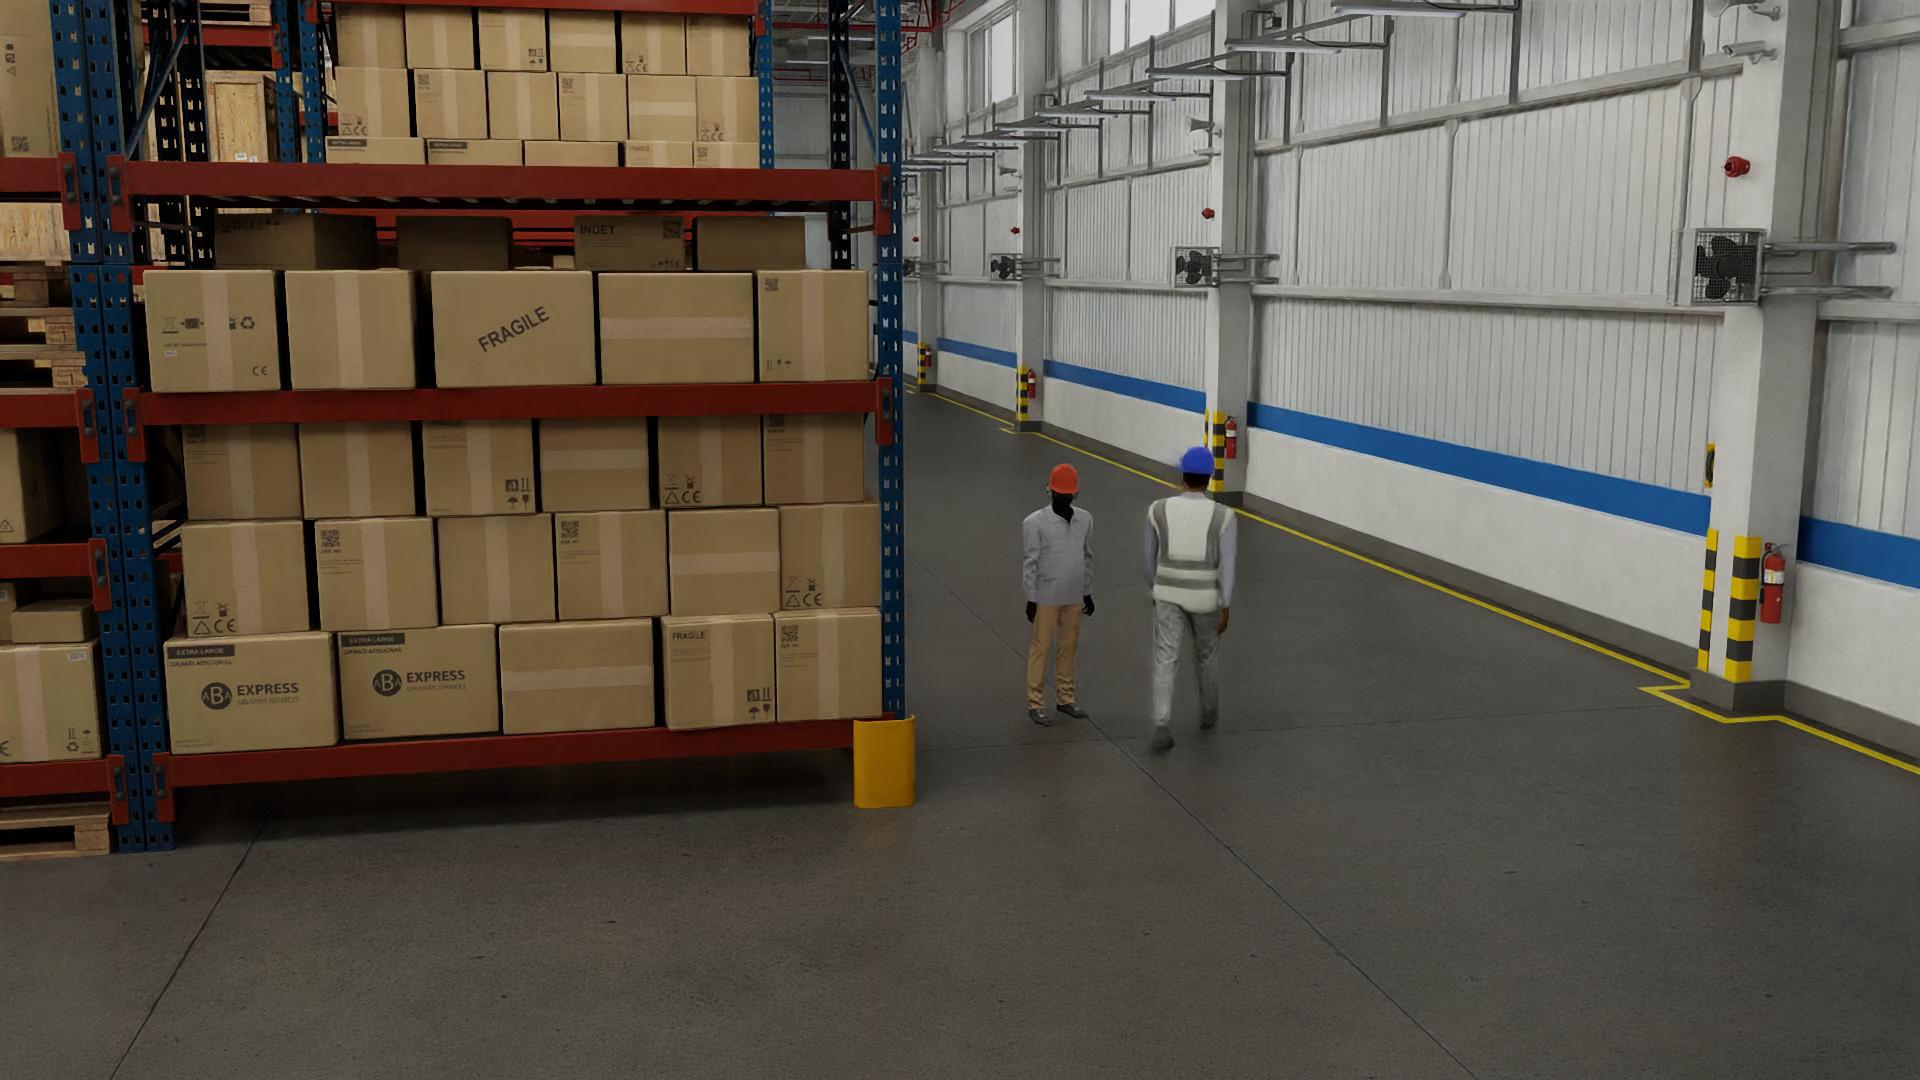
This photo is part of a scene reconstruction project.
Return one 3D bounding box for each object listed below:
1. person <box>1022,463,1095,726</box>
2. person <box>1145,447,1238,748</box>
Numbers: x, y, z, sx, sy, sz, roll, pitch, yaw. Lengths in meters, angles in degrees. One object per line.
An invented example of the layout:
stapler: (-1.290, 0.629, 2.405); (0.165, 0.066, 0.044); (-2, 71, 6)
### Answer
person: (0.675, 0.356, 11.071); (0.566, 1.746, 0.341); (-6, 11, -32)
person: (1.459, 0.359, 10.636); (0.603, 1.901, 1.015); (3, 10, 16)
